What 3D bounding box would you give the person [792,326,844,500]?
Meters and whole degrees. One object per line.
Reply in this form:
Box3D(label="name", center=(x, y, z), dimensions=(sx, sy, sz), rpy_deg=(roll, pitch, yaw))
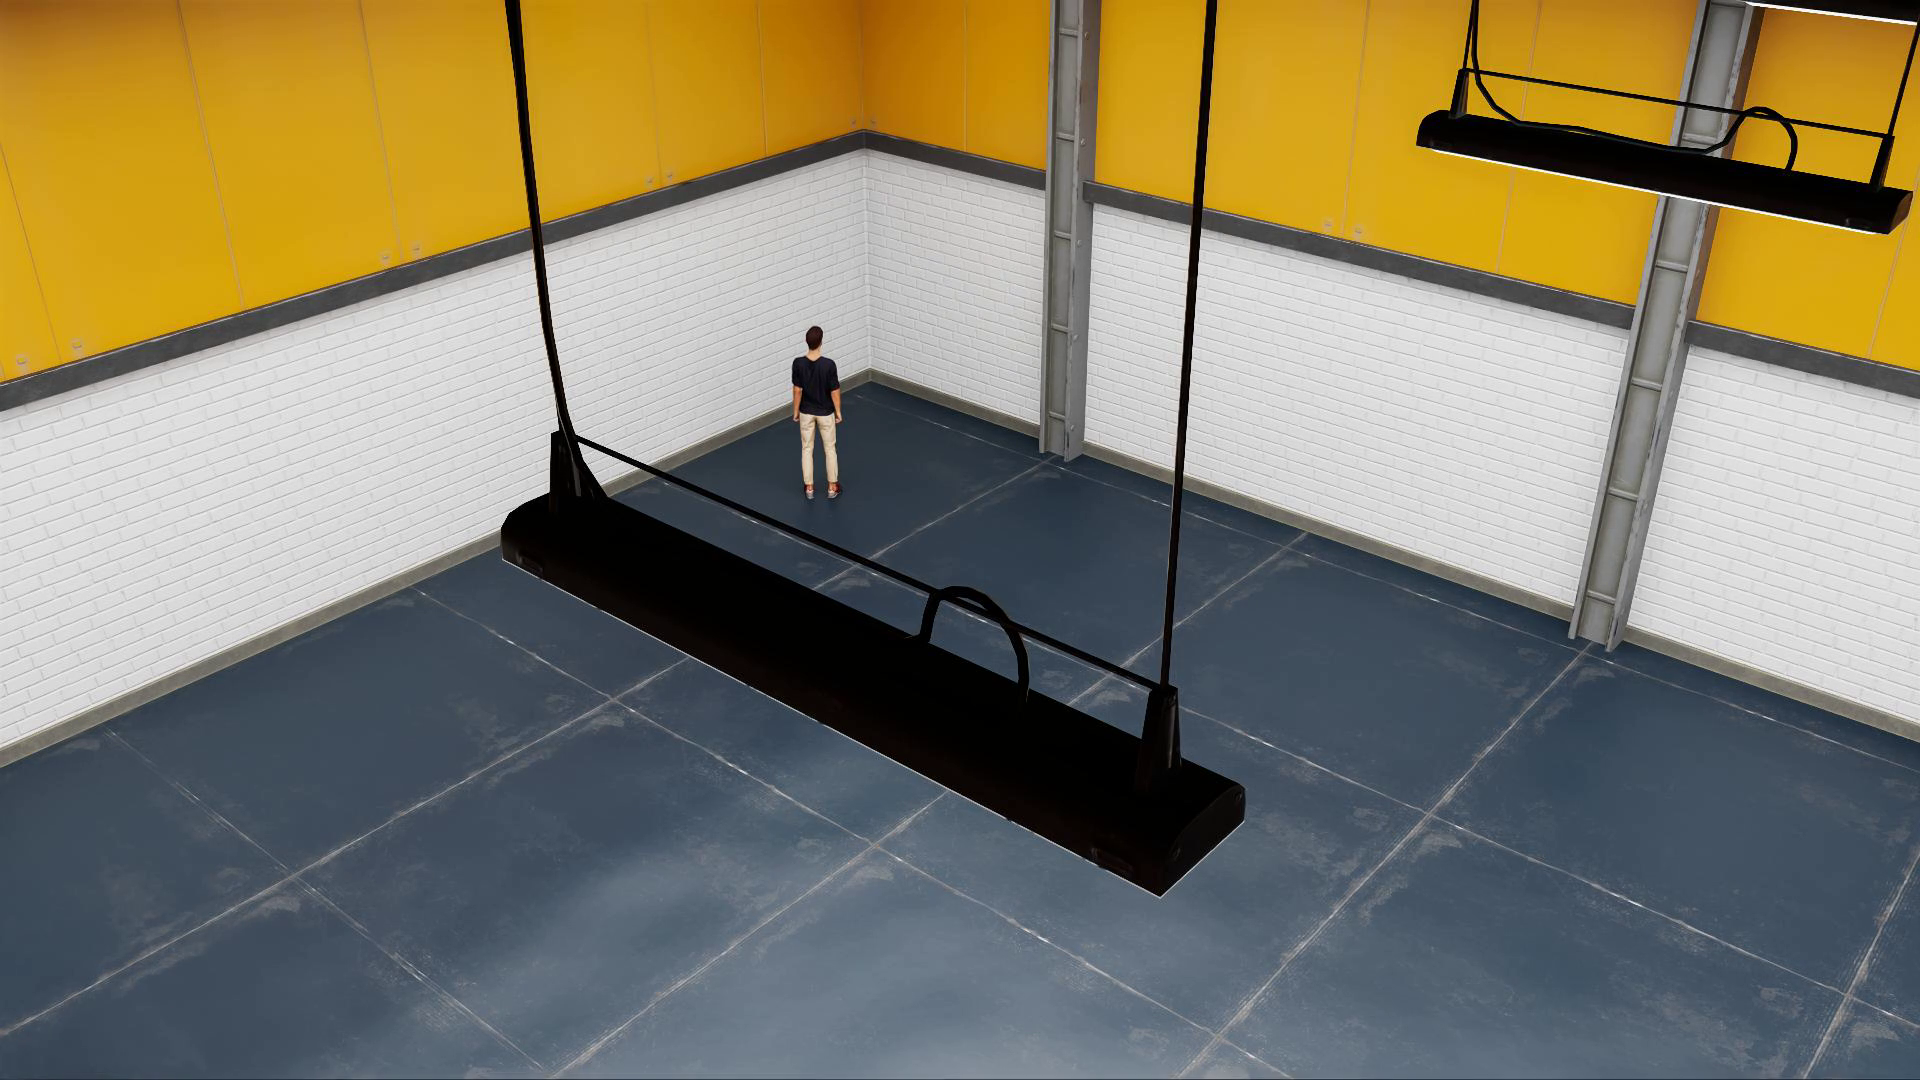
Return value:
Box3D(label="person", center=(-1.464, -1.302, 16.996), dimensions=(0.683, 1.857, 0.780), rpy_deg=(1, 29, 2))
